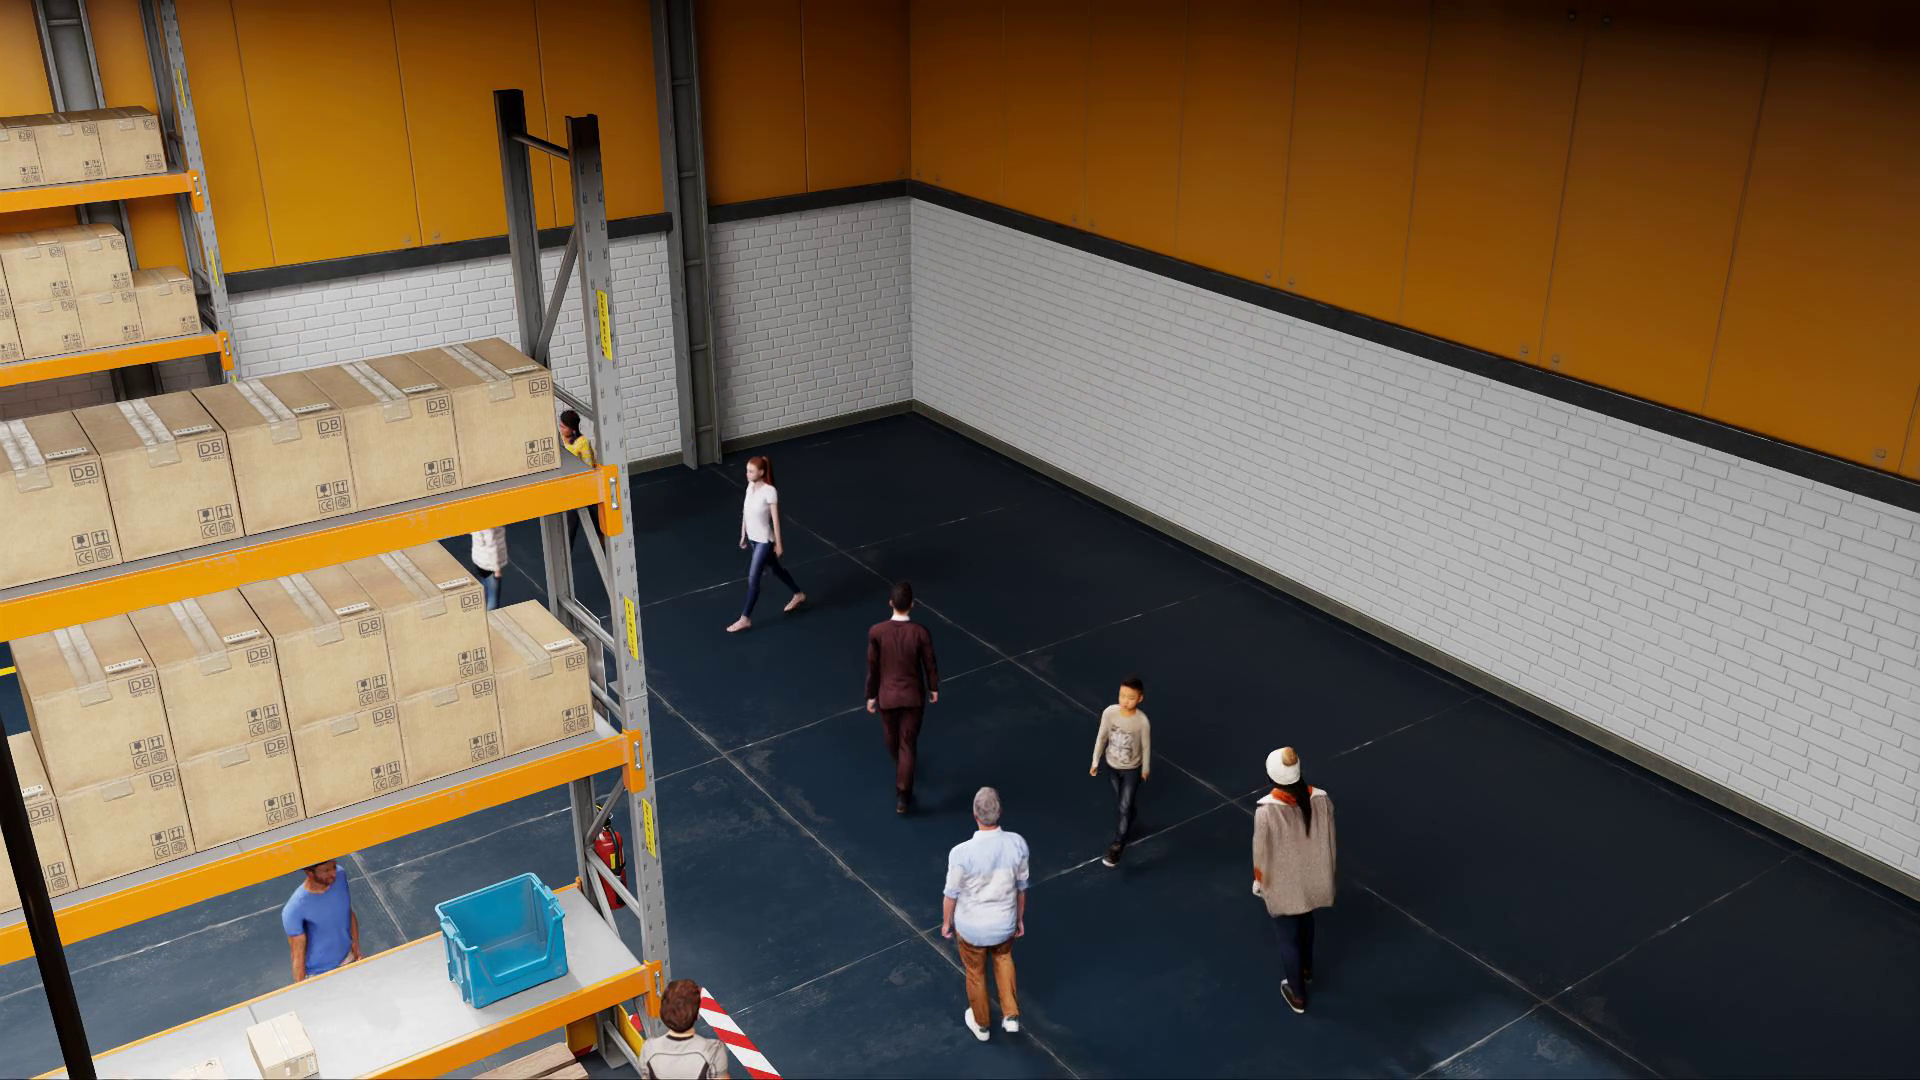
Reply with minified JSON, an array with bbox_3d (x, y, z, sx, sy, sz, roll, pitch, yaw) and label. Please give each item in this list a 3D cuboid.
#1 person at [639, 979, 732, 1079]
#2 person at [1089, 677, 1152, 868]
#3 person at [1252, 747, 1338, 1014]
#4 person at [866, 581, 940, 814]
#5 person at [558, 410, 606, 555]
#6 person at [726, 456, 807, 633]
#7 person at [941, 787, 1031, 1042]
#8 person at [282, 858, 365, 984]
[{"bbox_3d":[-1.393,3.090,8.677,0.703,1.897,0.794,1,24,2],"label":"person"},{"bbox_3d":[1.260,1.666,12.519,0.809,1.428,1.058,14,27,28],"label":"person"},{"bbox_3d":[2.207,2.206,10.738,0.817,1.865,0.883,-2,24,-5],"label":"person"},{"bbox_3d":[-0.465,1.260,12.957,1.194,1.821,1.240,3,24,7],"label":"person"},{"bbox_3d":[-3.969,-0.601,17.483,0.859,1.606,1.122,20,31,38],"label":"person"},{"bbox_3d":[-1.817,0.001,16.000,1.151,1.691,0.599,-18,29,-35],"label":"person"},{"bbox_3d":[0.190,2.399,10.361,0.717,1.814,0.834,-8,25,-17],"label":"person"},{"bbox_3d":[-3.804,2.581,9.941,1.182,1.816,1.057,8,25,17],"label":"person"}]
